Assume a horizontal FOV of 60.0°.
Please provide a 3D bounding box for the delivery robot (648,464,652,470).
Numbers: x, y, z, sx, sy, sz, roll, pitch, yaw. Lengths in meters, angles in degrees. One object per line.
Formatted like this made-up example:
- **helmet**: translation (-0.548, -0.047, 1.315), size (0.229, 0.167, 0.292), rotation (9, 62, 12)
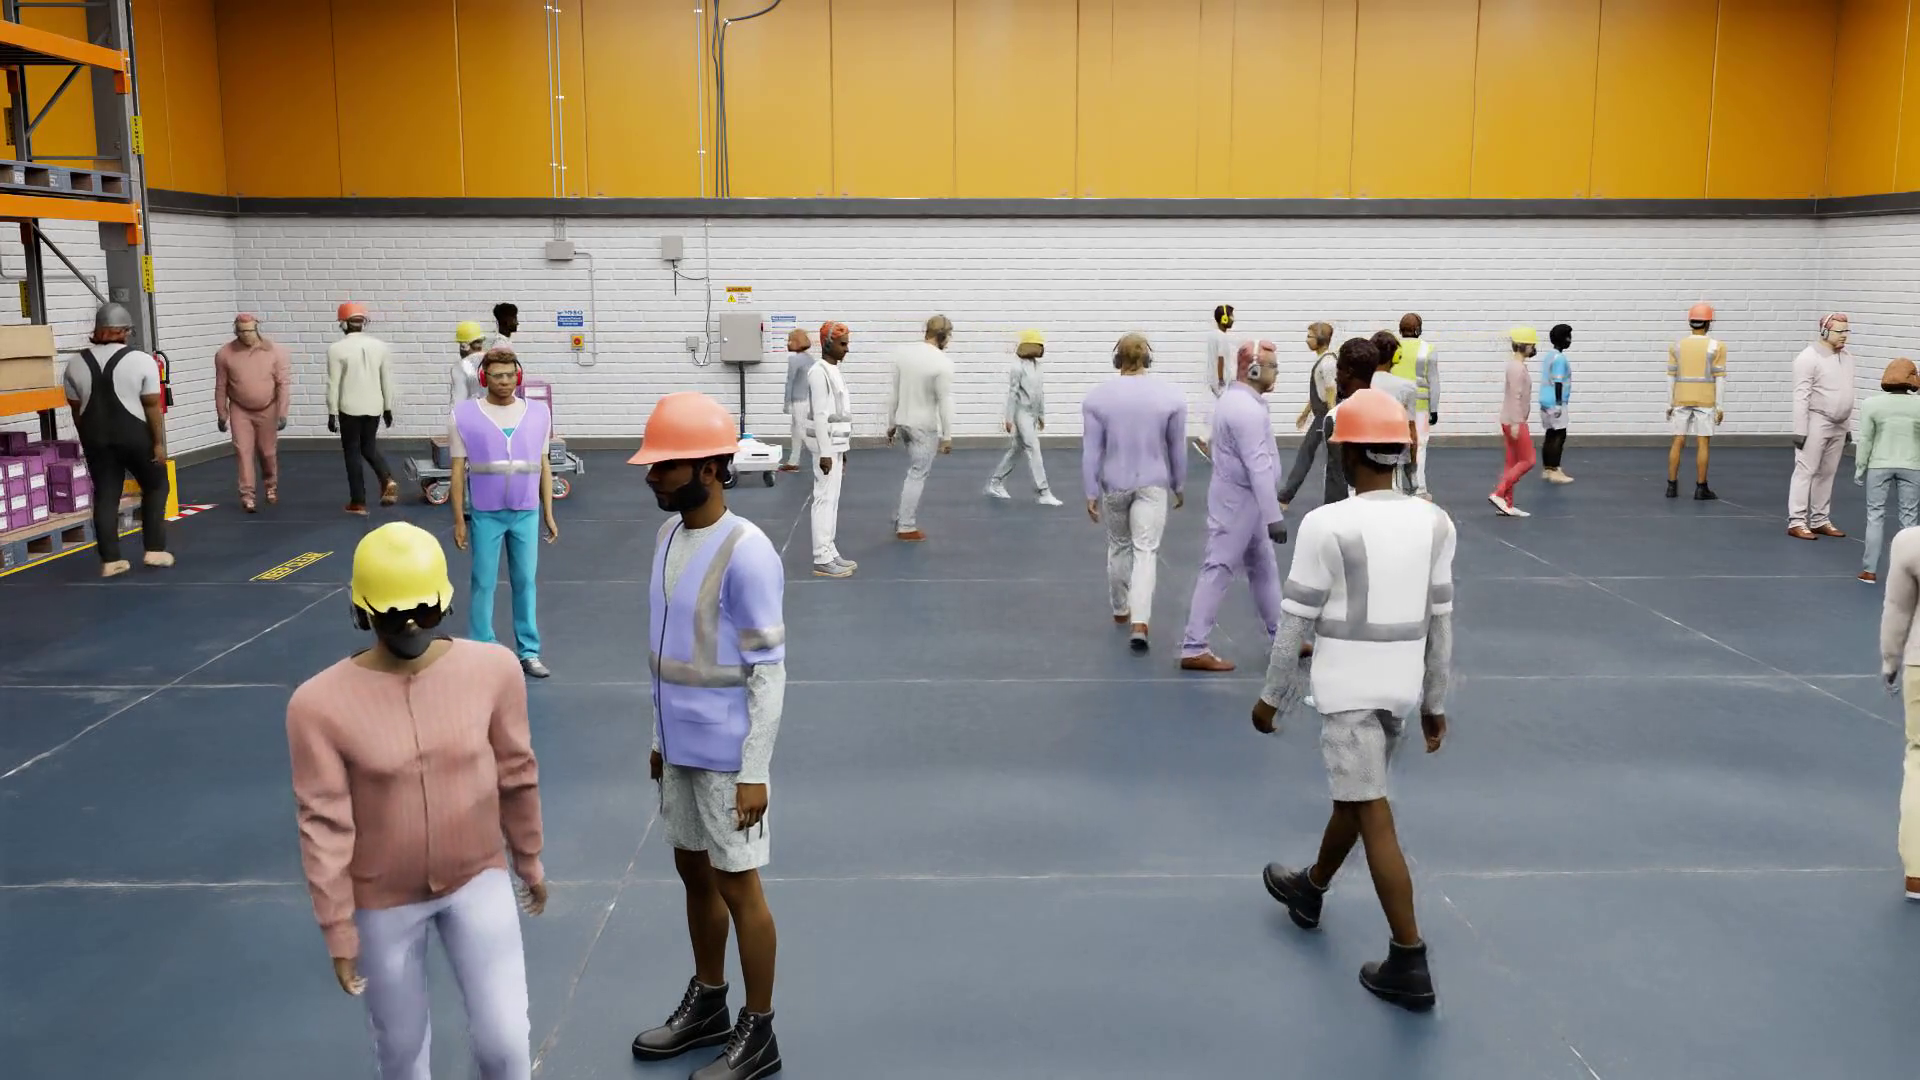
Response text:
- **delivery robot**: translation (-2.936, -0.886, 17.402), size (0.707, 0.478, 0.477), rotation (1, 9, 3)

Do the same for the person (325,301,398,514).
- **person**: translation (-5.510, -1.210, 15.320), size (0.556, 1.975, 0.636), rotation (7, 12, 37)

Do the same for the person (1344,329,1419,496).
- **person**: translation (2.809, -0.473, 11.140), size (0.531, 1.868, 0.311), rotation (4, 10, 21)

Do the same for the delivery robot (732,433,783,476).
- **delivery robot**: translation (-2.204, -0.874, 17.326), size (0.707, 0.478, 0.477), rotation (-1, 9, -7)

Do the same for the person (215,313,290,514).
- **person**: translation (-6.677, -1.214, 15.732), size (0.663, 1.867, 0.867), rotation (-4, 10, -22)

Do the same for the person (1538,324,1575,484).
- **person**: translation (6.336, -1.445, 17.651), size (0.358, 1.693, 0.542), rotation (1, 9, 5)

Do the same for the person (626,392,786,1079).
- **person**: translation (-0.714, 0.561, 4.591), size (0.362, 1.935, 0.553), rotation (-7, 12, -39)

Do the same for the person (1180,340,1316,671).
- **person**: translation (1.688, -0.175, 9.314), size (0.938, 1.864, 0.657), rotation (1, 9, 7)

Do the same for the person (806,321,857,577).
- **person**: translation (-0.955, -0.675, 12.324), size (0.356, 1.887, 0.572), rotation (1, 9, 6)

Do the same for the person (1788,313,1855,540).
- **person**: translation (7.264, -0.949, 13.974), size (0.636, 1.900, 0.403), rotation (-5, 10, -27)

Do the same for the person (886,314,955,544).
- **person**: translation (-0.308, -0.900, 13.698), size (0.518, 1.892, 0.684), rotation (-8, 12, -39)

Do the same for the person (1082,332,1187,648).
- **person**: translation (1.055, -0.317, 10.135), size (0.634, 1.895, 1.022), rotation (2, 9, 11)

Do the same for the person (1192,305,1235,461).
- **person**: translation (3.031, -1.818, 19.465), size (0.449, 1.844, 0.544), rotation (0, 9, 1)

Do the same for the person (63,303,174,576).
- **person**: translation (-6.242, -0.773, 12.452), size (0.720, 2.000, 0.699), rotation (0, 9, -1)

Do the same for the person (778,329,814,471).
- **person**: translation (-1.710, -1.529, 18.419), size (0.703, 1.610, 0.495), rotation (3, 10, 20)

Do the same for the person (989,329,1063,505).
- **person**: translation (0.621, -1.209, 16.210), size (0.914, 1.704, 0.488), rotation (6, 11, 33)

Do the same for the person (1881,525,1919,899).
- **person**: translation (3.638, 0.482, 6.041), size (0.544, 1.603, 0.661), rotation (8, 12, 41)

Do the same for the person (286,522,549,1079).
- **person**: translation (-1.182, 0.802, 3.717), size (0.548, 1.734, 0.553), rotation (-5, 10, -27)

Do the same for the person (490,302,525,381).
- **person**: translation (-4.880, -1.553, 17.656), size (0.982, 1.925, 0.621), rotation (-3, 10, -17)

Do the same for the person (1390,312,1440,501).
- **person**: translation (4.373, -1.287, 16.207), size (0.627, 1.846, 0.427), rotation (7, 11, 35)

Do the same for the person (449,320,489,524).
- **person**: translation (-4.229, -1.023, 14.652), size (0.608, 1.816, 0.609), rotation (6, 11, 31)

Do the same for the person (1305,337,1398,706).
- **person**: translation (2.041, -0.074, 8.538), size (0.586, 1.920, 0.386), rotation (-9, 13, -42)

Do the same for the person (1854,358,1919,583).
- **person**: translation (6.714, -0.490, 11.968), size (0.501, 1.631, 0.285), rotation (4, 10, 24)

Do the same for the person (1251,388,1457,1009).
- **person**: translation (1.262, 0.463, 5.340), size (0.562, 1.883, 0.986), rotation (-4, 10, -24)

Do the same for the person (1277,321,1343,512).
- **person**: translation (3.337, -1.124, 15.390), size (1.008, 1.790, 0.506), rotation (3, 10, 16)

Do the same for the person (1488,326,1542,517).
- **person**: translation (5.083, -1.064, 15.102), size (0.361, 1.753, 0.552), rotation (3, 10, 17)

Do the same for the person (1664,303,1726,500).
- **person**: translation (7.239, -1.356, 16.382), size (0.561, 1.928, 0.393), rotation (7, 12, 37)

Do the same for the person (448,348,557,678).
- **person**: translation (-2.517, -0.137, 9.162), size (0.570, 1.839, 0.373), rotation (-6, 11, -32)
